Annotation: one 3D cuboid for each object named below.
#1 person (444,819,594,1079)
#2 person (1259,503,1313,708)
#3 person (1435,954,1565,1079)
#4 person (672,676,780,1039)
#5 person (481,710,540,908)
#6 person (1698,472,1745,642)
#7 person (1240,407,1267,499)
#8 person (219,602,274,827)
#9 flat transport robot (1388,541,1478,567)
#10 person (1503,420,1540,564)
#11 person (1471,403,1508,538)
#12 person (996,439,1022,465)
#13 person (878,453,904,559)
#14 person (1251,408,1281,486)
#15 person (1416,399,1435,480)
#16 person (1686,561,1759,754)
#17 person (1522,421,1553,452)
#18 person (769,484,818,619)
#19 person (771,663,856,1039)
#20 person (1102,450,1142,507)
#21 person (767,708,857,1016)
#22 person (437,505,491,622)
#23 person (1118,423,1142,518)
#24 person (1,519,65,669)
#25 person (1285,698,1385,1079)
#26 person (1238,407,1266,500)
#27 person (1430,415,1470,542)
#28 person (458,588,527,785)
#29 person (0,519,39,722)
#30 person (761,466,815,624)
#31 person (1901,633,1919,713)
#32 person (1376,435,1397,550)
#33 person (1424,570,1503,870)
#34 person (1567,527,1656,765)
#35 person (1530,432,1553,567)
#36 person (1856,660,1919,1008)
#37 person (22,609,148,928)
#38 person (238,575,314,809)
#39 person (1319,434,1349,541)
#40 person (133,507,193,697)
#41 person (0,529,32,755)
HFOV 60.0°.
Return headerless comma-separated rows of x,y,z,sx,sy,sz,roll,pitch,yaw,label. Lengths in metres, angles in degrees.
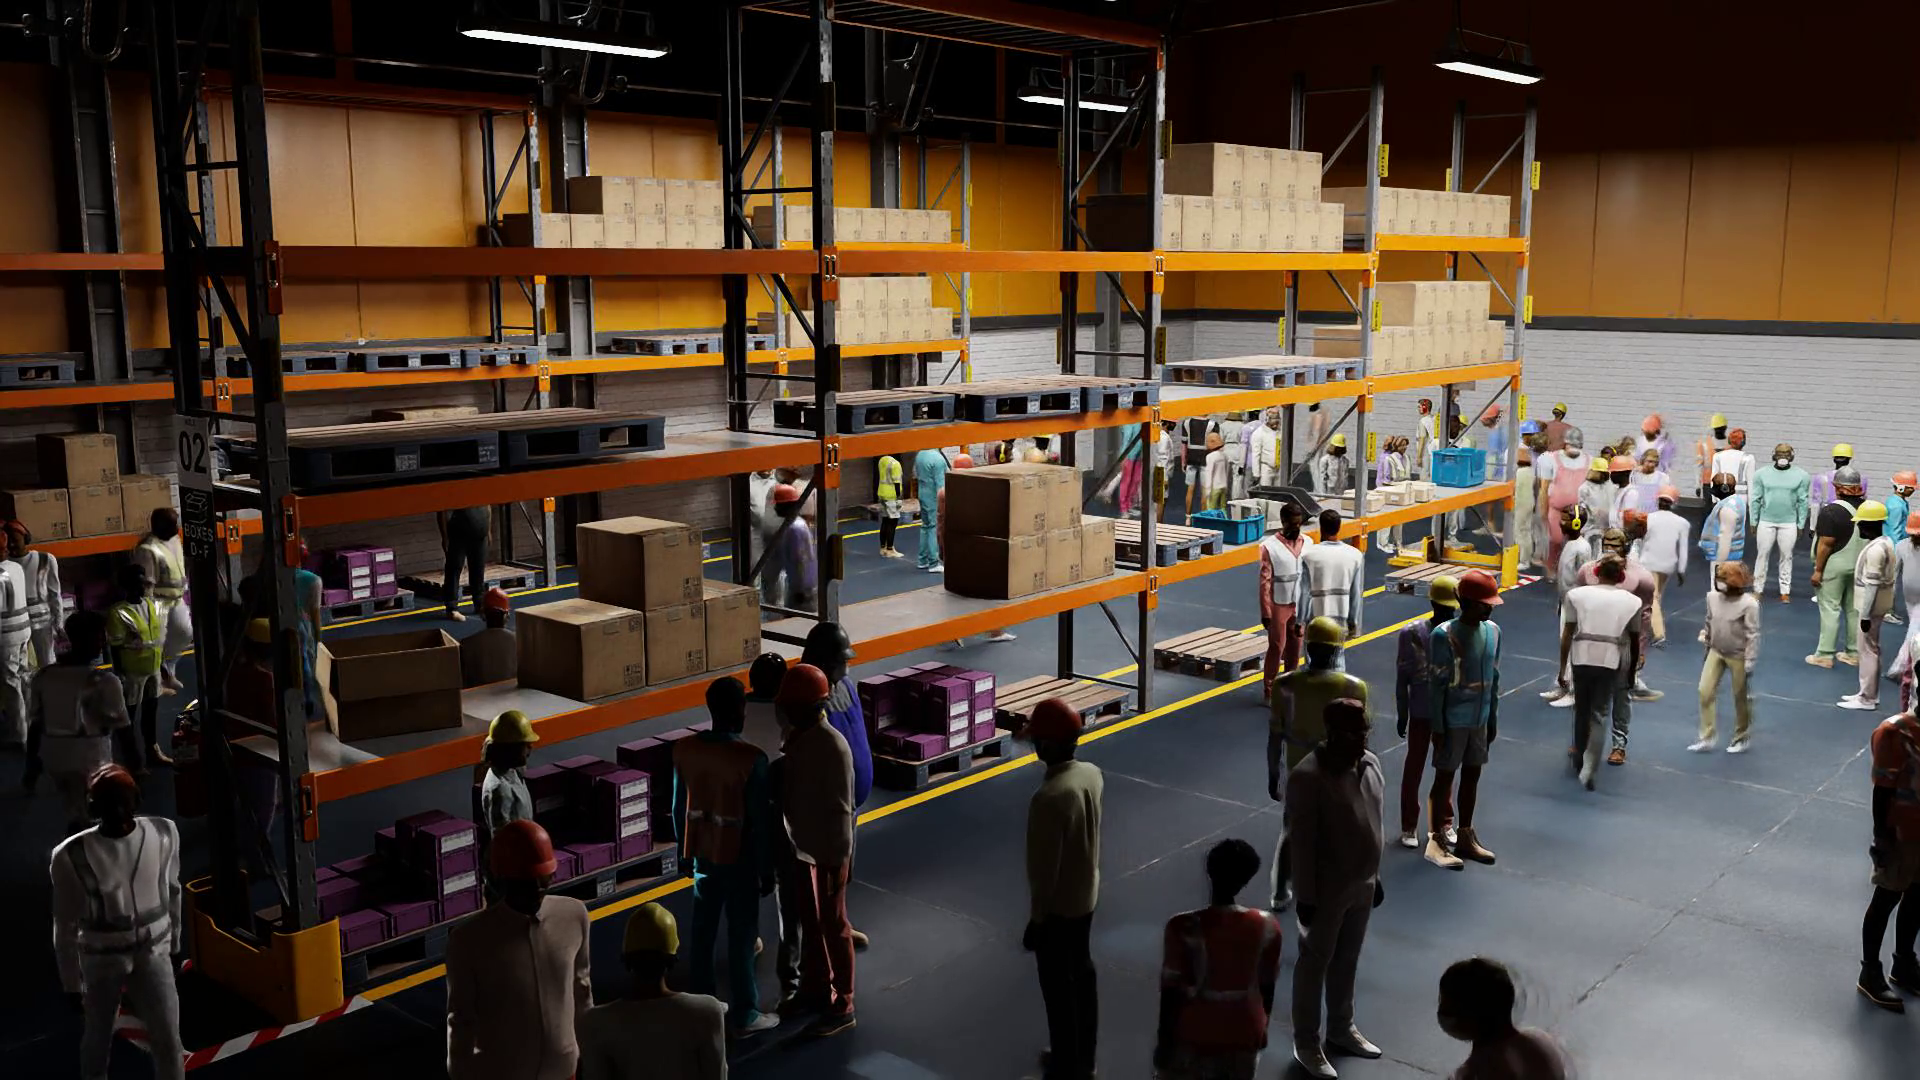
-1.645,2.023,6.340,0.610,1.996,0.378,-9,13,-42,person
2.960,0.597,15.127,0.599,1.909,0.401,-6,11,-31,person
1.669,2.227,5.436,0.676,1.881,0.979,-8,12,-39,person
-1.242,1.662,8.728,0.590,1.918,0.386,5,11,29,person
-2.359,1.744,8.794,0.325,1.737,0.486,-2,10,-9,person
8.152,0.185,17.810,0.429,1.836,0.631,5,11,26,person
5.125,-1.711,28.501,0.944,2.000,0.701,-2,10,-10,person
-5.170,1.236,12.092,0.538,1.638,0.741,1,10,8,person
6.404,0.181,22.477,0.652,0.197,1.431,8,12,39,flat transport robot
7.584,-0.635,22.345,0.614,1.950,0.376,-1,10,-6,person
7.829,-1.006,24.416,0.732,1.996,0.616,3,10,17,person
0.688,-0.772,23.911,0.318,1.700,0.536,-6,11,-33,person
-0.951,-0.583,22.824,0.319,1.686,0.538,-5,11,-28,person
4.655,-1.032,24.896,0.654,1.896,0.400,-6,11,-30,person
7.654,-1.392,27.220,0.388,1.837,0.561,8,12,38,person
6.285,0.980,13.696,0.642,1.608,0.542,-5,11,-29,person
8.988,-1.058,25.937,0.551,1.584,0.863,-3,10,-15,person
-1.612,0.409,16.257,0.512,1.912,0.547,-1,10,-6,person
-0.781,1.619,8.793,0.408,1.986,0.618,-6,11,-33,person
2.795,-1.492,27.474,0.895,1.956,0.648,-3,10,-17,person
-0.800,1.718,8.948,0.486,1.738,0.321,0,10,2,person
-5.593,-0.102,18.895,0.536,2.000,0.683,8,12,40,person
2.763,-1.328,26.444,0.463,1.973,0.662,4,10,24,person
-8.046,0.746,14.327,0.586,1.879,0.359,-3,10,-20,person
1.919,1.726,8.378,0.643,1.909,0.410,-8,12,-39,person
4.578,-1.217,25.938,0.597,1.912,0.399,-6,11,-34,person
6.943,-0.827,23.616,0.588,1.911,0.382,-1,10,-8,person
-3.316,1.207,11.967,0.570,1.743,0.353,-2,10,-10,person
-8.404,0.706,14.697,0.565,1.836,0.392,-2,10,-11,person
-1.974,0.031,18.098,0.704,2.000,0.804,9,13,41,person
6.792,1.248,11.499,0.404,1.824,0.591,-6,11,-33,person
6.037,-0.669,23.497,0.323,1.628,0.532,1,10,5,person
3.409,1.197,11.167,0.606,2.035,0.405,-5,11,-28,person
5.276,0.851,13.509,0.627,1.940,0.373,8,12,39,person
7.745,-0.539,22.180,0.584,1.812,0.582,7,12,35,person
5.236,1.575,9.107,0.614,1.962,0.362,-4,10,-21,person
-5.438,1.377,10.437,0.646,1.910,0.979,3,10,17,person
-5.123,1.154,12.093,0.646,1.800,0.887,4,11,25,person
5.122,-0.589,22.714,0.483,1.736,0.311,-5,11,-27,person
-7.444,0.580,15.505,0.479,1.813,0.644,1,10,5,person
-7.908,0.831,13.806,0.338,1.882,0.571,-2,10,-10,person
